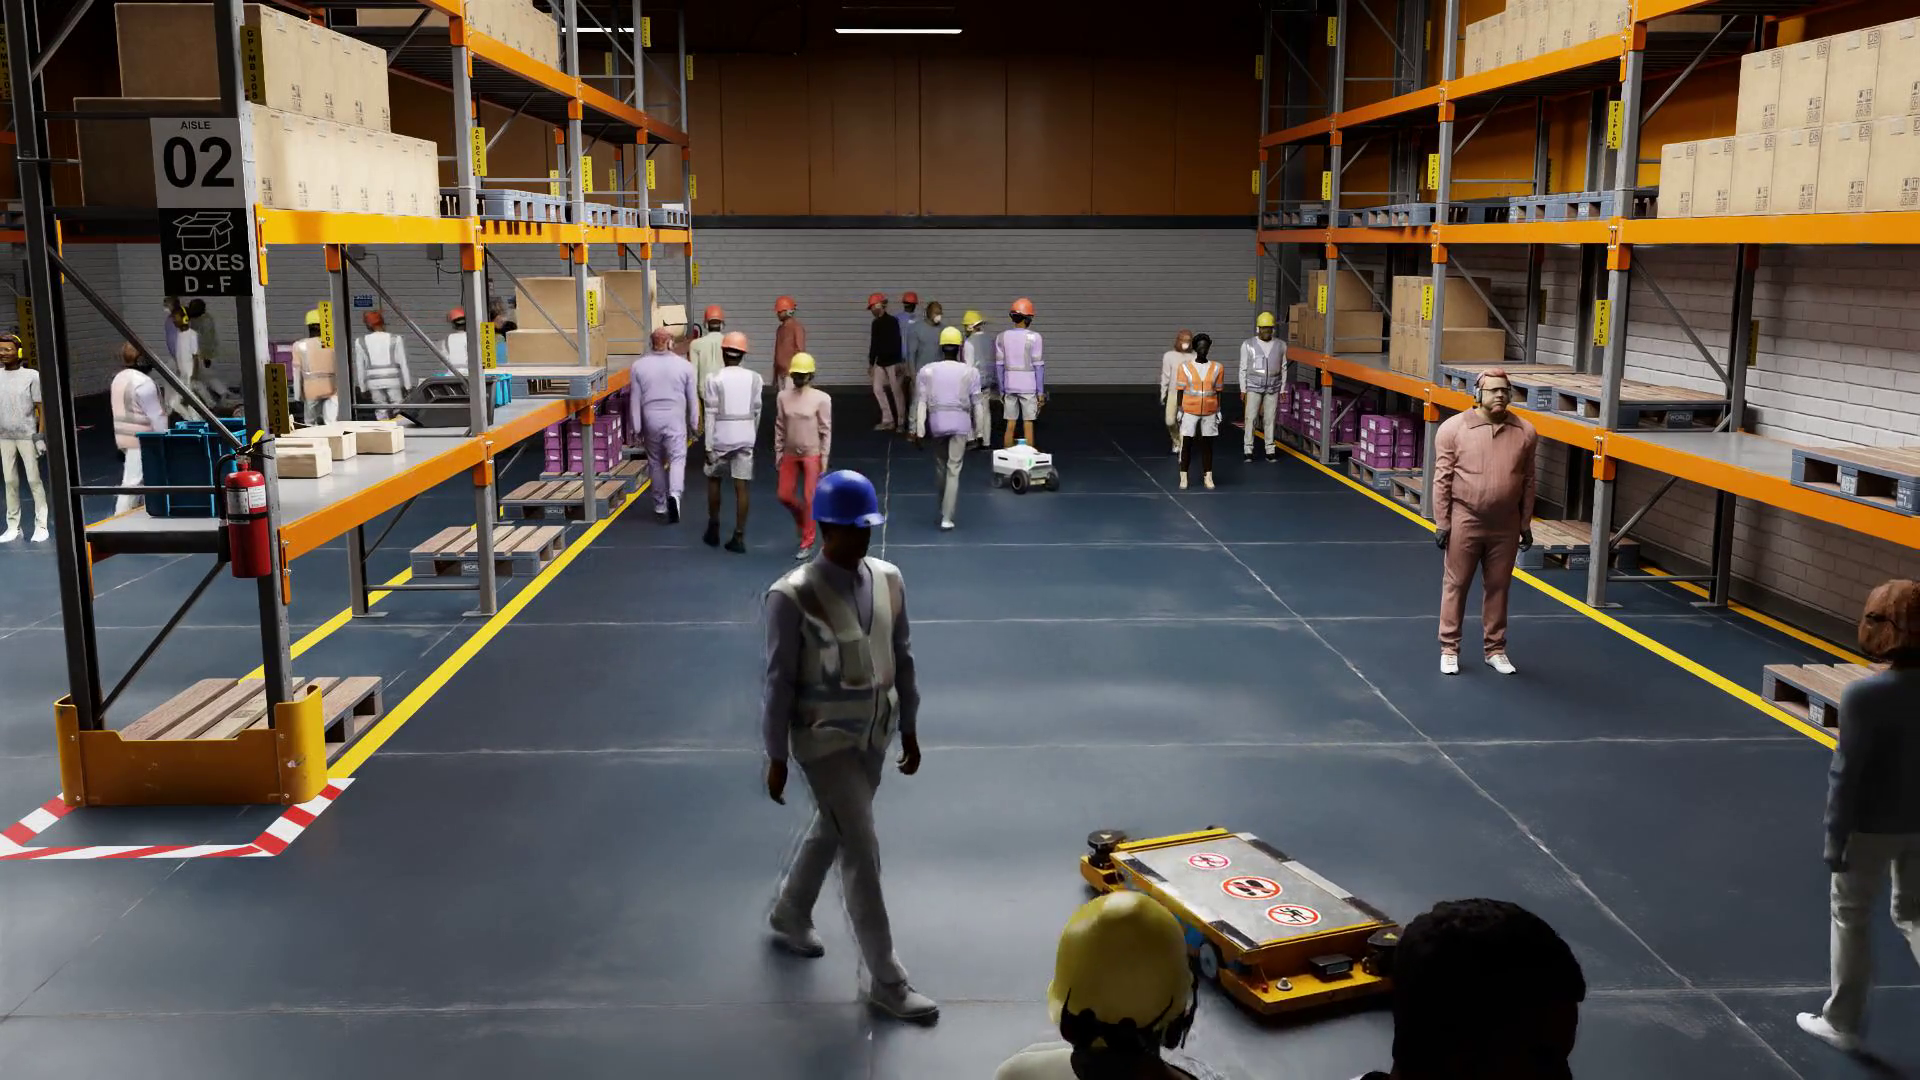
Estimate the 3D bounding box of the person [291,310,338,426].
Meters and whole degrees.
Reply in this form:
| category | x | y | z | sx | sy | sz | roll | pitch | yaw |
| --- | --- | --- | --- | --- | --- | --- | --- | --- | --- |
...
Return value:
| category | x | y | z | sx | sy | sz | roll | pitch | yaw |
| --- | --- | --- | --- | --- | --- | --- | --- | --- | --- |
| person | -7.425 | -1.704 | 19.239 | 0.620 | 1.885 | 0.936 | -7 | 12 | -33 |

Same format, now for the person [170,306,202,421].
| category | x | y | z | sx | sy | sz | roll | pitch | yaw |
| --- | --- | --- | --- | --- | --- | --- | --- | --- | --- |
| person | -10.036 | -2.100 | 21.556 | 0.565 | 1.855 | 0.383 | 9 | 14 | 42 |

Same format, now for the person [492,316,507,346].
| category | x | y | z | sx | sy | sz | roll | pitch | yaw |
| --- | --- | --- | --- | --- | --- | --- | --- | --- | --- |
| person | -6.567 | -2.392 | 23.805 | 0.498 | 1.633 | 0.279 | 8 | 13 | 37 |

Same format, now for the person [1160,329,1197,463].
| category | x | y | z | sx | sy | sz | roll | pitch | yaw |
| --- | --- | --- | --- | --- | --- | --- | --- | --- | --- |
| person | 2.721 | -1.775 | 20.381 | 0.519 | 1.616 | 0.544 | 2 | 10 | 13 |

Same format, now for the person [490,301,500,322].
| category | x | y | z | sx | sy | sz | roll | pitch | yaw |
| --- | --- | --- | --- | --- | --- | --- | --- | --- | --- |
| person | -6.880 | -2.611 | 24.517 | 0.575 | 1.817 | 0.727 | -4 | 11 | -21 |

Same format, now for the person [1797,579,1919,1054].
| category | x | y | z | sx | sy | sz | roll | pitch | yaw |
| --- | --- | --- | --- | --- | --- | --- | --- | --- | --- |
| person | 3.016 | 0.930 | 5.319 | 0.514 | 1.616 | 0.583 | -2 | 10 | -10 |

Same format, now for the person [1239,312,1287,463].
| category | x | y | z | sx | sy | sz | roll | pitch | yaw |
| --- | --- | --- | --- | --- | --- | --- | --- | --- | --- |
| person | 3.691 | -1.852 | 20.245 | 0.590 | 1.833 | 0.404 | 0 | 10 | -2 |

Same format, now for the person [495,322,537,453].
| category | x | y | z | sx | sy | sz | roll | pitch | yaw |
| --- | --- | --- | --- | --- | --- | --- | --- | --- | --- |
| person | -5.757 | -1.981 | 21.437 | 0.552 | 1.648 | 0.843 | 1 | 10 | 6 |

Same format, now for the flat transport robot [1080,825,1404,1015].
| category | x | y | z | sx | sy | sz | roll | pitch | yaw |
| --- | --- | --- | --- | --- | --- | --- | --- | --- | --- |
| flat transport robot | 1.072 | 1.407 | 6.438 | 0.652 | 0.197 | 1.431 | -4 | 11 | -22 |

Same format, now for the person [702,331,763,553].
| category | x | y | z | sx | sy | sz | roll | pitch | yaw |
| --- | --- | --- | --- | --- | --- | --- | --- | --- | --- |
| person | -2.020 | -0.867 | 14.558 | 0.558 | 1.901 | 0.797 | -5 | 11 | -26 |

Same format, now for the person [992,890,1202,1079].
| category | x | y | z | sx | sy | sz | roll | pitch | yaw |
| --- | --- | --- | --- | --- | --- | --- | --- | --- | --- |
| person | 0.217 | 1.380 | 2.541 | 0.535 | 1.724 | 0.862 | 6 | 12 | 30 |

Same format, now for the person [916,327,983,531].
| category | x | y | z | sx | sy | sz | roll | pitch | yaw |
| --- | --- | --- | --- | --- | --- | --- | --- | --- | --- |
| person | -0.081 | -1.065 | 15.722 | 0.612 | 1.873 | 1.000 | 2 | 10 | 9 |

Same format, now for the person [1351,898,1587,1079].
| category | x | y | z | sx | sy | sz | roll | pitch | yaw |
| --- | --- | --- | --- | --- | --- | --- | --- | --- | --- |
| person | 0.528 | 1.364 | 2.141 | 0.436 | 1.900 | 0.613 | 2 | 10 | 10 |

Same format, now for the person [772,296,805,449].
| category | x | y | z | sx | sy | sz | roll | pitch | yaw |
| --- | --- | --- | --- | --- | --- | --- | --- | --- | --- |
| person | -2.234 | -2.162 | 21.547 | 0.395 | 1.993 | 0.638 | -7 | 12 | -33 |

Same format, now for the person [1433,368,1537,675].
| category | x | y | z | sx | sy | sz | roll | pitch | yaw |
| --- | --- | --- | --- | --- | --- | --- | --- | --- | --- |
| person | 3.257 | -0.110 | 10.323 | 0.643 | 1.913 | 0.410 | 0 | 10 | -2 |

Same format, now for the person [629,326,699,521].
| category | x | y | z | sx | sy | sz | roll | pitch | yaw |
| --- | --- | --- | --- | --- | --- | --- | --- | --- | --- |
| person | -2.860 | -1.129 | 16.102 | 0.652 | 1.881 | 0.852 | -1 | 10 | -6 |

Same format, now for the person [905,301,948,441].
| category | x | y | z | sx | sy | sz | roll | pitch | yaw |
| --- | --- | --- | --- | --- | --- | --- | --- | --- | --- |
| person | -0.452 | -2.241 | 22.283 | 0.650 | 1.903 | 0.713 | -5 | 11 | -27 |

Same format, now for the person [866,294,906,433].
| category | x | y | z | sx | sy | sz | roll | pitch | yaw |
| --- | --- | --- | --- | --- | --- | --- | --- | --- | --- |
| person | -1.020 | -2.496 | 23.526 | 0.456 | 1.949 | 0.681 | -7 | 12 | -35 |

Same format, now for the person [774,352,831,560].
| category | x | y | z | sx | sy | sz | roll | pitch | yaw |
| --- | --- | --- | --- | --- | --- | --- | --- | --- | --- |
| person | -1.331 | -0.726 | 14.180 | 0.540 | 1.749 | 0.520 | 4 | 11 | 20 |

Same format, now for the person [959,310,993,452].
| category | x | y | z | sx | sy | sz | roll | pitch | yaw |
| --- | --- | --- | --- | --- | --- | --- | --- | --- | --- |
| person | 0.183 | -2.014 | 21.208 | 0.521 | 1.810 | 0.606 | 8 | 13 | 37 |

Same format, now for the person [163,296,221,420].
| category | x | y | z | sx | sy | sz | roll | pitch | yaw |
| --- | --- | --- | --- | --- | --- | --- | --- | --- | --- |
| person | -11.725 | -2.754 | 25.113 | 0.636 | 1.903 | 0.991 | 8 | 13 | 38 |

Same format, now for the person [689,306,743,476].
| category | x | y | z | sx | sy | sz | roll | pitch | yaw |
| --- | --- | --- | --- | --- | --- | --- | --- | --- | --- |
| person | -2.808 | -1.723 | 19.227 | 0.629 | 1.948 | 1.046 | -1 | 10 | -6 |

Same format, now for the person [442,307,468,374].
| category | x | y | z | sx | sy | sz | roll | pitch | yaw |
| --- | --- | --- | --- | --- | --- | --- | --- | --- | --- |
| person | -6.019 | -1.906 | 20.435 | 0.607 | 1.867 | 0.959 | 2 | 10 | 11 |

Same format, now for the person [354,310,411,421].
| category | x | y | z | sx | sy | sz | roll | pitch | yaw |
| --- | --- | --- | --- | --- | --- | --- | --- | --- | --- |
| person | -7.044 | -1.873 | 20.321 | 0.626 | 1.854 | 0.378 | -3 | 11 | -15 |

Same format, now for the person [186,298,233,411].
| category | x | y | z | sx | sy | sz | roll | pitch | yaw |
| --- | --- | --- | --- | --- | --- | --- | --- | --- | --- |
| person | -11.897 | -2.913 | 26.243 | 0.743 | 1.809 | 0.710 | -9 | 13 | -40 |

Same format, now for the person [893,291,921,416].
| category | x | y | z | sx | sy | sz | roll | pitch | yaw |
| --- | --- | --- | --- | --- | --- | --- | --- | --- | --- |
| person | -0.755 | -2.869 | 25.672 | 0.552 | 1.913 | 0.683 | 8 | 13 | 39 |

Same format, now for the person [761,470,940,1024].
| category | x | y | z | sx | sy | sz | roll | pitch | yaw |
| --- | --- | --- | --- | --- | --- | --- | --- | --- | --- |
| person | -0.427 | 0.678 | 5.964 | 0.977 | 1.905 | 0.619 | 9 | 14 | 42 |

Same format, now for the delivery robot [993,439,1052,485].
| category | x | y | z | sx | sy | sz | roll | pitch | yaw |
| --- | --- | --- | --- | --- | --- | --- | --- | --- | --- |
| delivery robot | 0.672 | -0.848 | 17.948 | 0.477 | 0.478 | 0.707 | -7 | 12 | -35 |

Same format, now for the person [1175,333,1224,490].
| category | x | y | z | sx | sy | sz | roll | pitch | yaw |
| --- | --- | --- | --- | --- | --- | --- | --- | --- | --- |
| person | 2.598 | -1.390 | 18.042 | 0.535 | 1.700 | 0.318 | 0 | 10 | -2 |

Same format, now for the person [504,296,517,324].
| category | x | y | z | sx | sy | sz | roll | pitch | yaw |
| --- | --- | --- | --- | --- | --- | --- | --- | --- | --- |
| person | -6.809 | -2.809 | 25.426 | 0.427 | 1.895 | 0.688 | -10 | 14 | -43 |

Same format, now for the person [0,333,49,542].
| category | x | y | z | sx | sy | sz | roll | pitch | yaw |
| --- | --- | --- | --- | --- | --- | --- | --- | --- | --- |
| person | -8.441 | -0.910 | 14.881 | 0.513 | 1.877 | 0.328 | 0 | 10 | -2 |

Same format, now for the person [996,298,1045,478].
| category | x | y | z | sx | sy | sz | roll | pitch | yaw |
| --- | --- | --- | --- | --- | --- | --- | --- | --- | --- |
| person | 0.701 | -1.713 | 18.879 | 0.605 | 2.045 | 0.379 | 6 | 12 | 32 |

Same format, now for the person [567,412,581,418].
| category | x | y | z | sx | sy | sz | roll | pitch | yaw |
| --- | --- | --- | --- | --- | --- | --- | --- | --- | --- |
| person | -5.967 | -2.796 | 25.368 | 0.355 | 1.882 | 0.576 | -4 | 11 | -22 |

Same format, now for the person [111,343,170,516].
| category | x | y | z | sx | sy | sz | roll | pitch | yaw |
| --- | --- | --- | --- | --- | --- | --- | --- | --- | --- |
| person | -7.124 | -0.838 | 14.664 | 0.619 | 1.799 | 0.950 | 10 | 14 | 44 |
